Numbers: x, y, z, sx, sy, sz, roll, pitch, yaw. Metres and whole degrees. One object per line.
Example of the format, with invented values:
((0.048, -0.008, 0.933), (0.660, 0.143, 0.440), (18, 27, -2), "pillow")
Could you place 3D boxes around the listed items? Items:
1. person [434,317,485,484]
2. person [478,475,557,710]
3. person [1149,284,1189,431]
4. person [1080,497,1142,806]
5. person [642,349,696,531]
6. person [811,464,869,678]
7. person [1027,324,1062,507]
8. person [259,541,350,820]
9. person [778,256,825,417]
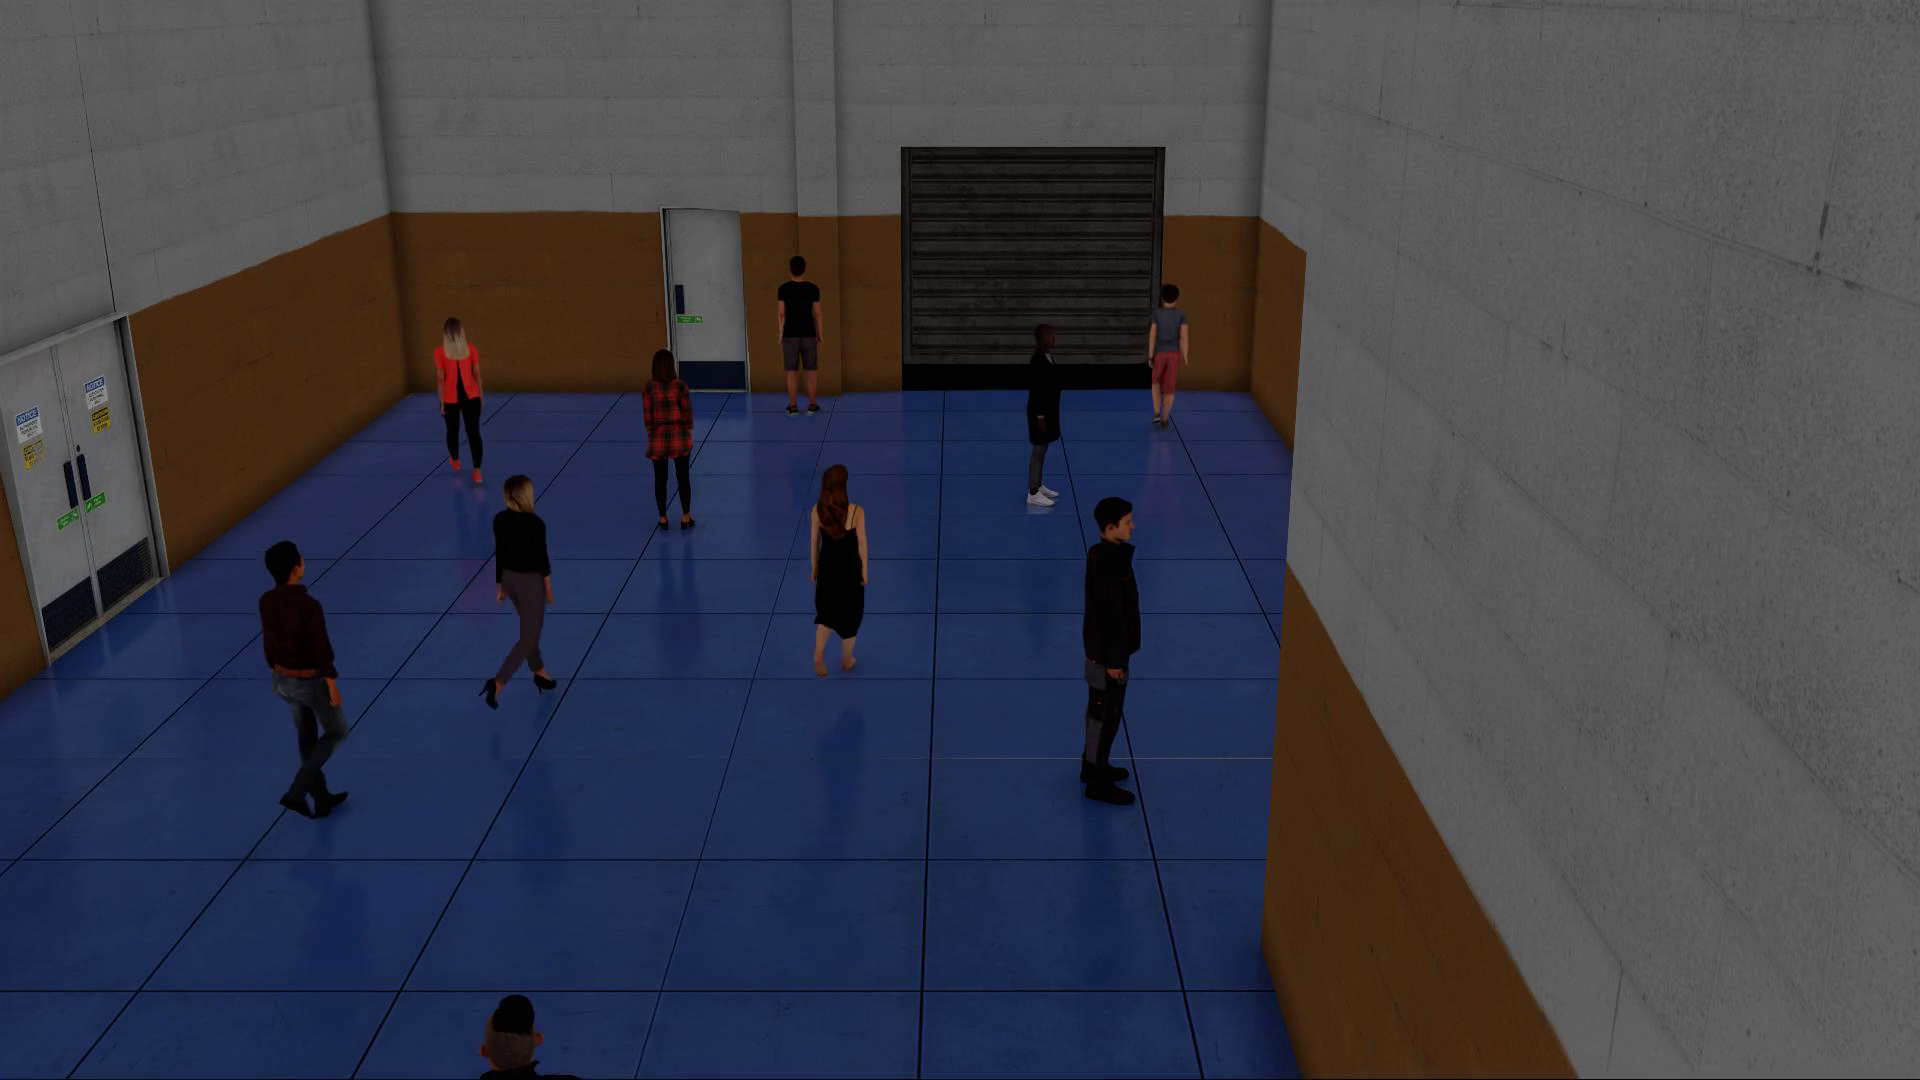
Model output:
((-5.006, -1.368, 16.765), (1.130, 1.648, 0.929), (-7, 20, -20), "person")
((-3.077, 0.403, 11.524), (1.000, 1.640, 0.951), (11, 22, 29), "person")
((2.326, -2.033, 18.733), (0.615, 1.637, 0.702), (3, 19, 10), "person")
((0.911, 0.658, 10.289), (0.571, 1.946, 0.690), (0, 19, 1), "person")
((-2.689, -0.932, 15.384), (0.476, 1.703, 0.660), (0, 19, 1), "person")
((-0.894, 0.259, 12.005), (0.859, 1.606, 0.737), (4, 19, 12), "person")
((0.784, -1.236, 16.190), (0.625, 1.764, 0.685), (4, 19, 12), "person")
((-3.957, 0.885, 9.885), (0.868, 1.773, 0.896), (8, 20, 23), "person")
((-1.882, -2.397, 19.481), (0.558, 1.861, 0.776), (-3, 19, -8), "person")
